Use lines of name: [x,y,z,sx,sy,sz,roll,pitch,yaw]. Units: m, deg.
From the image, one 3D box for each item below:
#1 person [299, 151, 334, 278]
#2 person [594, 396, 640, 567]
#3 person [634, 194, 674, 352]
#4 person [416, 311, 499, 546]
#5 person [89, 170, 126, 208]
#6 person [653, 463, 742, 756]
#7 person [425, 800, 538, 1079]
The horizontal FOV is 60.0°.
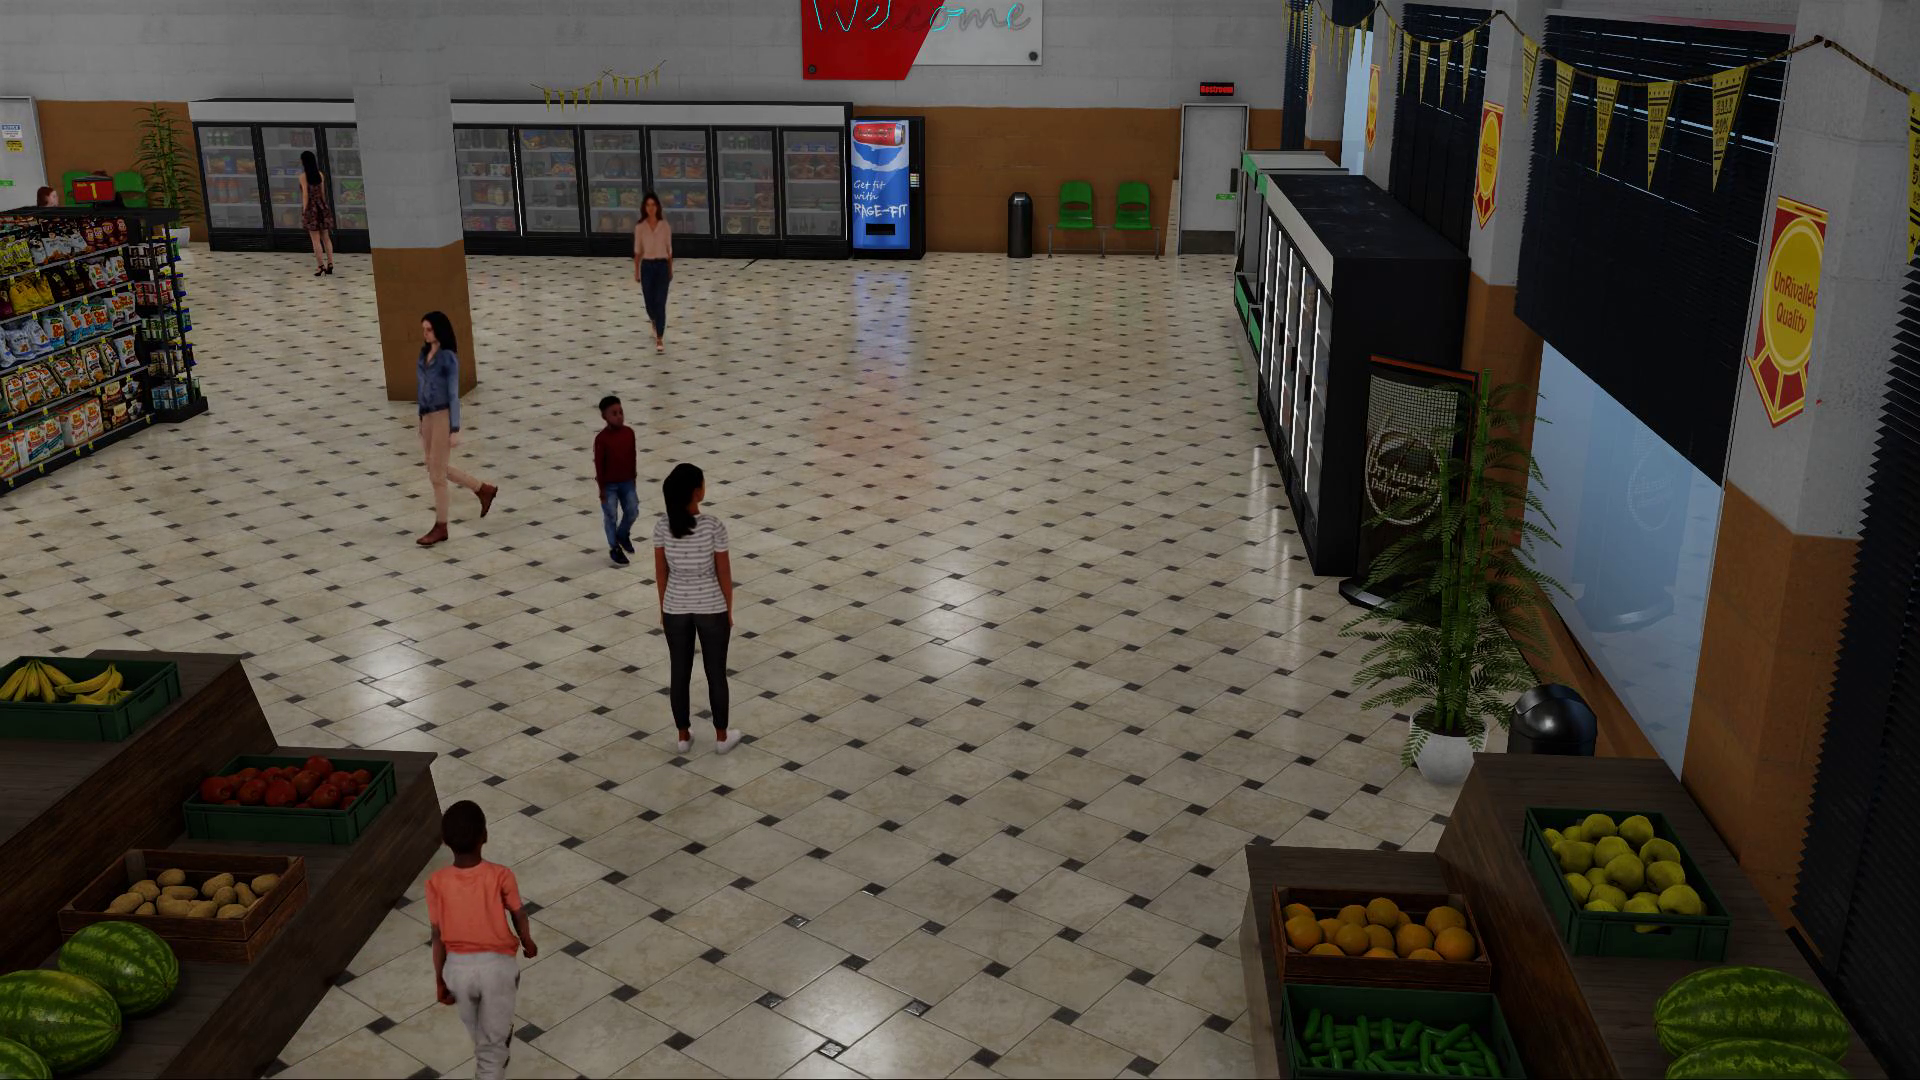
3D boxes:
person: [-9.294,-4.700,23.956,0.821,1.773,0.725,9,20,24]
person: [-2.546,-0.455,12.182,0.631,1.252,0.691,-15,24,-37]
person: [-3.534,-3.098,19.228,0.816,1.758,1.181,-4,19,-10]
person: [-3.870,-0.863,12.600,0.974,1.758,1.069,17,25,41]
person: [-11.339,-4.117,22.408,0.841,1.657,0.819,14,23,36]
person: [-1.447,0.381,9.092,0.560,1.642,0.500,2,19,5]
person: [-1.755,1.603,6.034,0.508,1.280,0.873,0,19,1]
